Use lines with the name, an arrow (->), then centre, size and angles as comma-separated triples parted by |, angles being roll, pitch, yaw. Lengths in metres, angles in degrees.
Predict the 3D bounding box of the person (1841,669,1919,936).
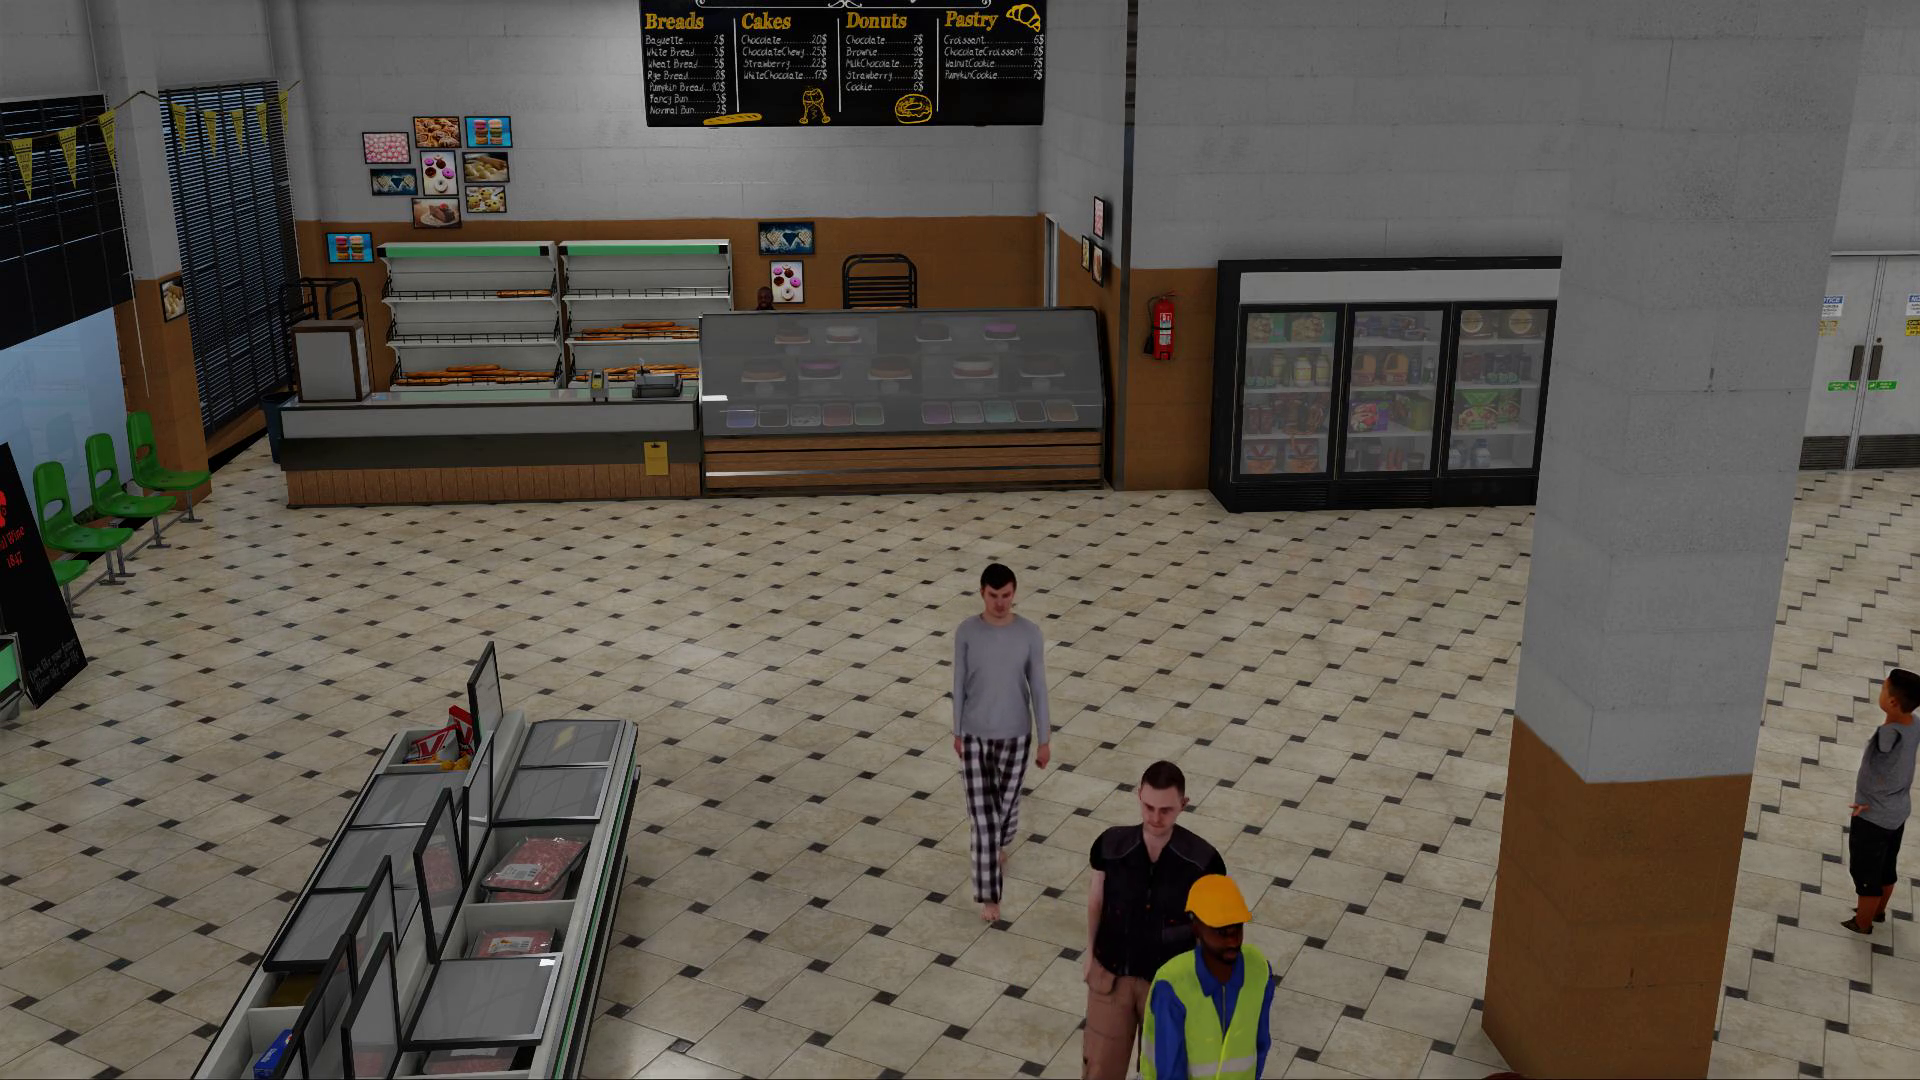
person -> 4.662, 1.278, 8.384 | 0.643, 1.456, 0.672 | -14, 22, -38

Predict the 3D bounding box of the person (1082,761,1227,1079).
person -> 0.757, 1.656, 6.517 | 0.810, 1.819, 0.827 | 5, 18, 15

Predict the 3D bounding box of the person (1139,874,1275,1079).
person -> 0.778, 1.933, 5.678 | 0.829, 1.777, 1.139 | -6, 18, -18

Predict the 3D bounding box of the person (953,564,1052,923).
person -> 0.195, 0.997, 8.728 | 0.709, 1.795, 1.178 | 0, 17, -1
